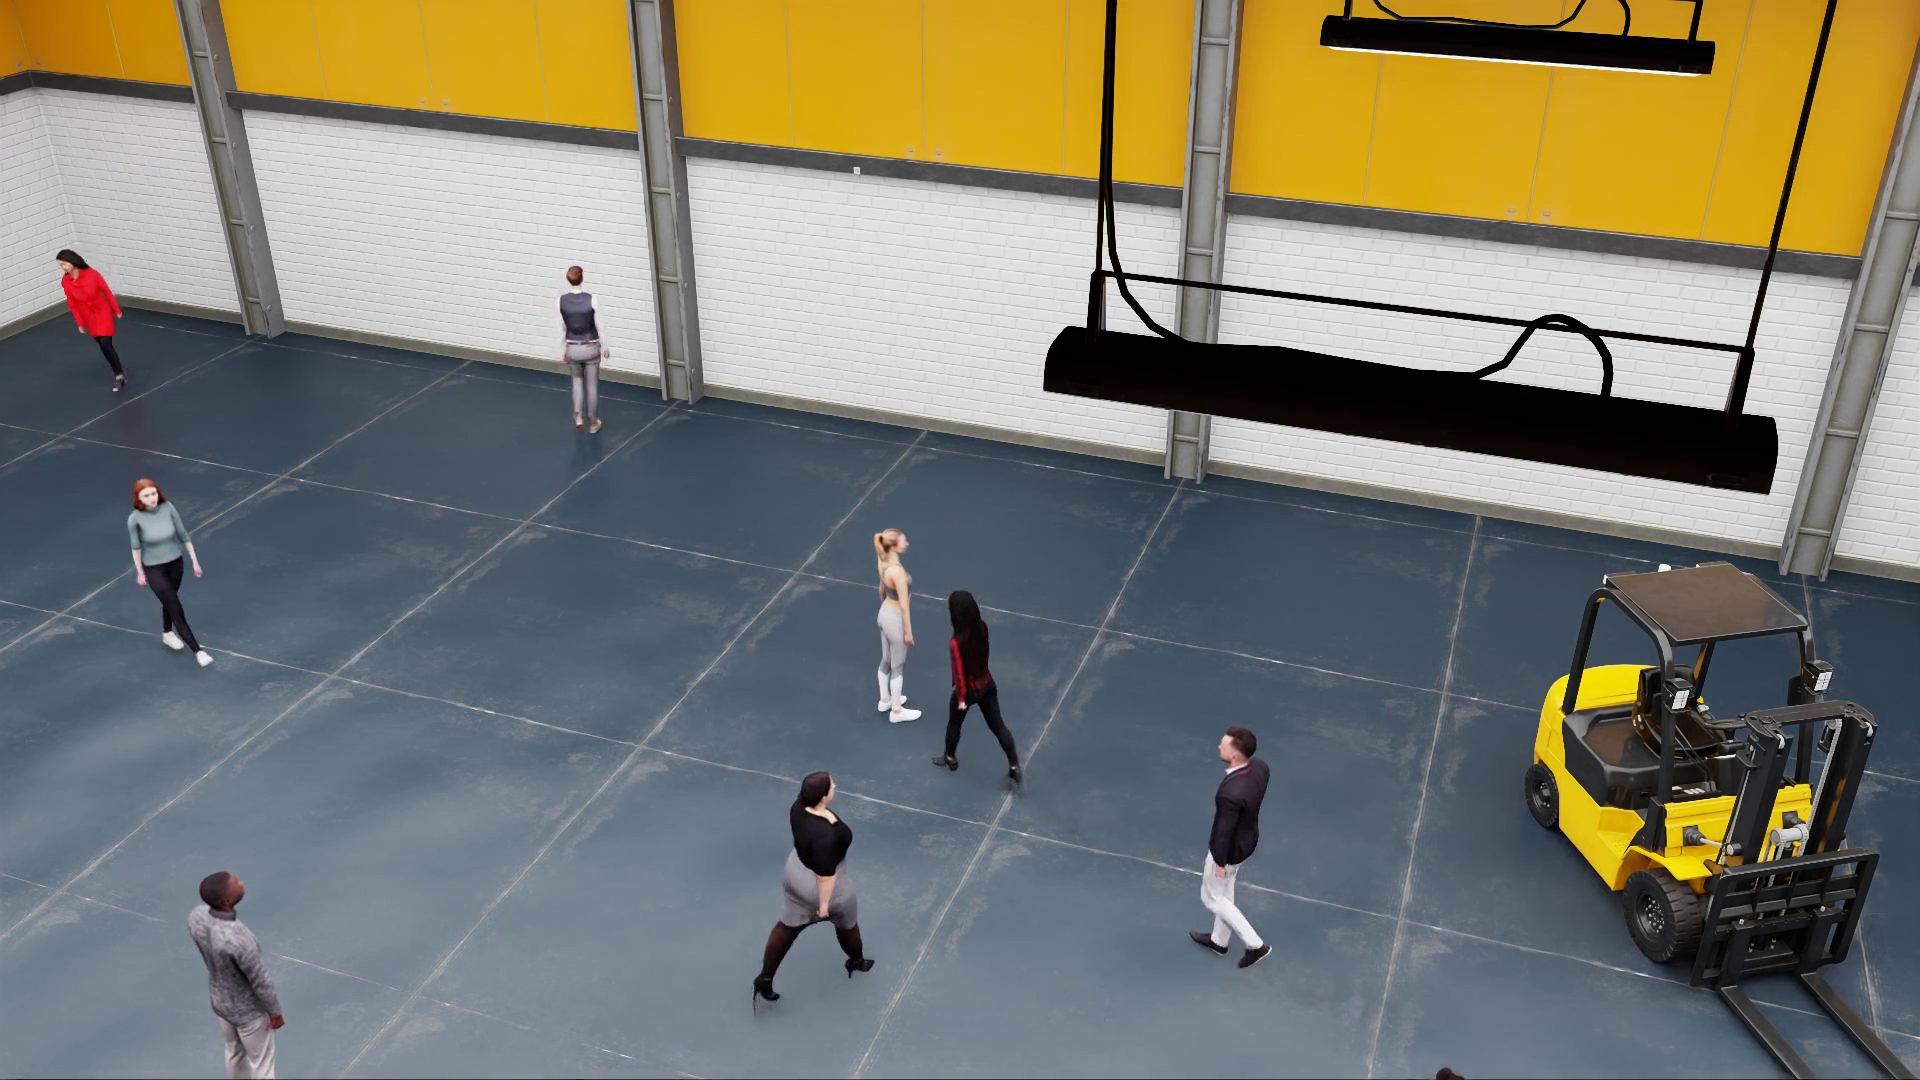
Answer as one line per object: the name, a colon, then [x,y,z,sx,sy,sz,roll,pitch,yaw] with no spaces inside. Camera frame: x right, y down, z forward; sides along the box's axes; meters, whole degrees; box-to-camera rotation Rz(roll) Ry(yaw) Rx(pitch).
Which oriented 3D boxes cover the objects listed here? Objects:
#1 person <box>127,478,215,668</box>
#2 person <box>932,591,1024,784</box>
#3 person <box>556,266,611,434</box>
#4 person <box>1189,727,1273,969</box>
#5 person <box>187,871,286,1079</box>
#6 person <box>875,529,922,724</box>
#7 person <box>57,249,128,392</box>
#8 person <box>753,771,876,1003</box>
person: [-6.814,0.242,14.189,1.189,1.698,0.875,22,36,35]
person: [0.184,1.149,12.615,1.077,1.614,0.787,22,35,34]
person: [-4.124,-2.040,18.134,0.705,1.927,0.806,2,29,3]
person: [1.852,2.026,10.786,0.949,1.825,0.801,19,34,31]
person: [-4.170,2.674,9.591,0.577,1.832,0.790,16,33,27]
person: [-0.534,0.672,13.395,0.693,1.705,0.625,-14,32,-24]
person: [-10.010,-2.586,19.364,0.835,1.707,0.899,-10,30,-17]
person: [-0.997,2.226,10.528,1.106,1.722,1.152,-19,34,-31]
